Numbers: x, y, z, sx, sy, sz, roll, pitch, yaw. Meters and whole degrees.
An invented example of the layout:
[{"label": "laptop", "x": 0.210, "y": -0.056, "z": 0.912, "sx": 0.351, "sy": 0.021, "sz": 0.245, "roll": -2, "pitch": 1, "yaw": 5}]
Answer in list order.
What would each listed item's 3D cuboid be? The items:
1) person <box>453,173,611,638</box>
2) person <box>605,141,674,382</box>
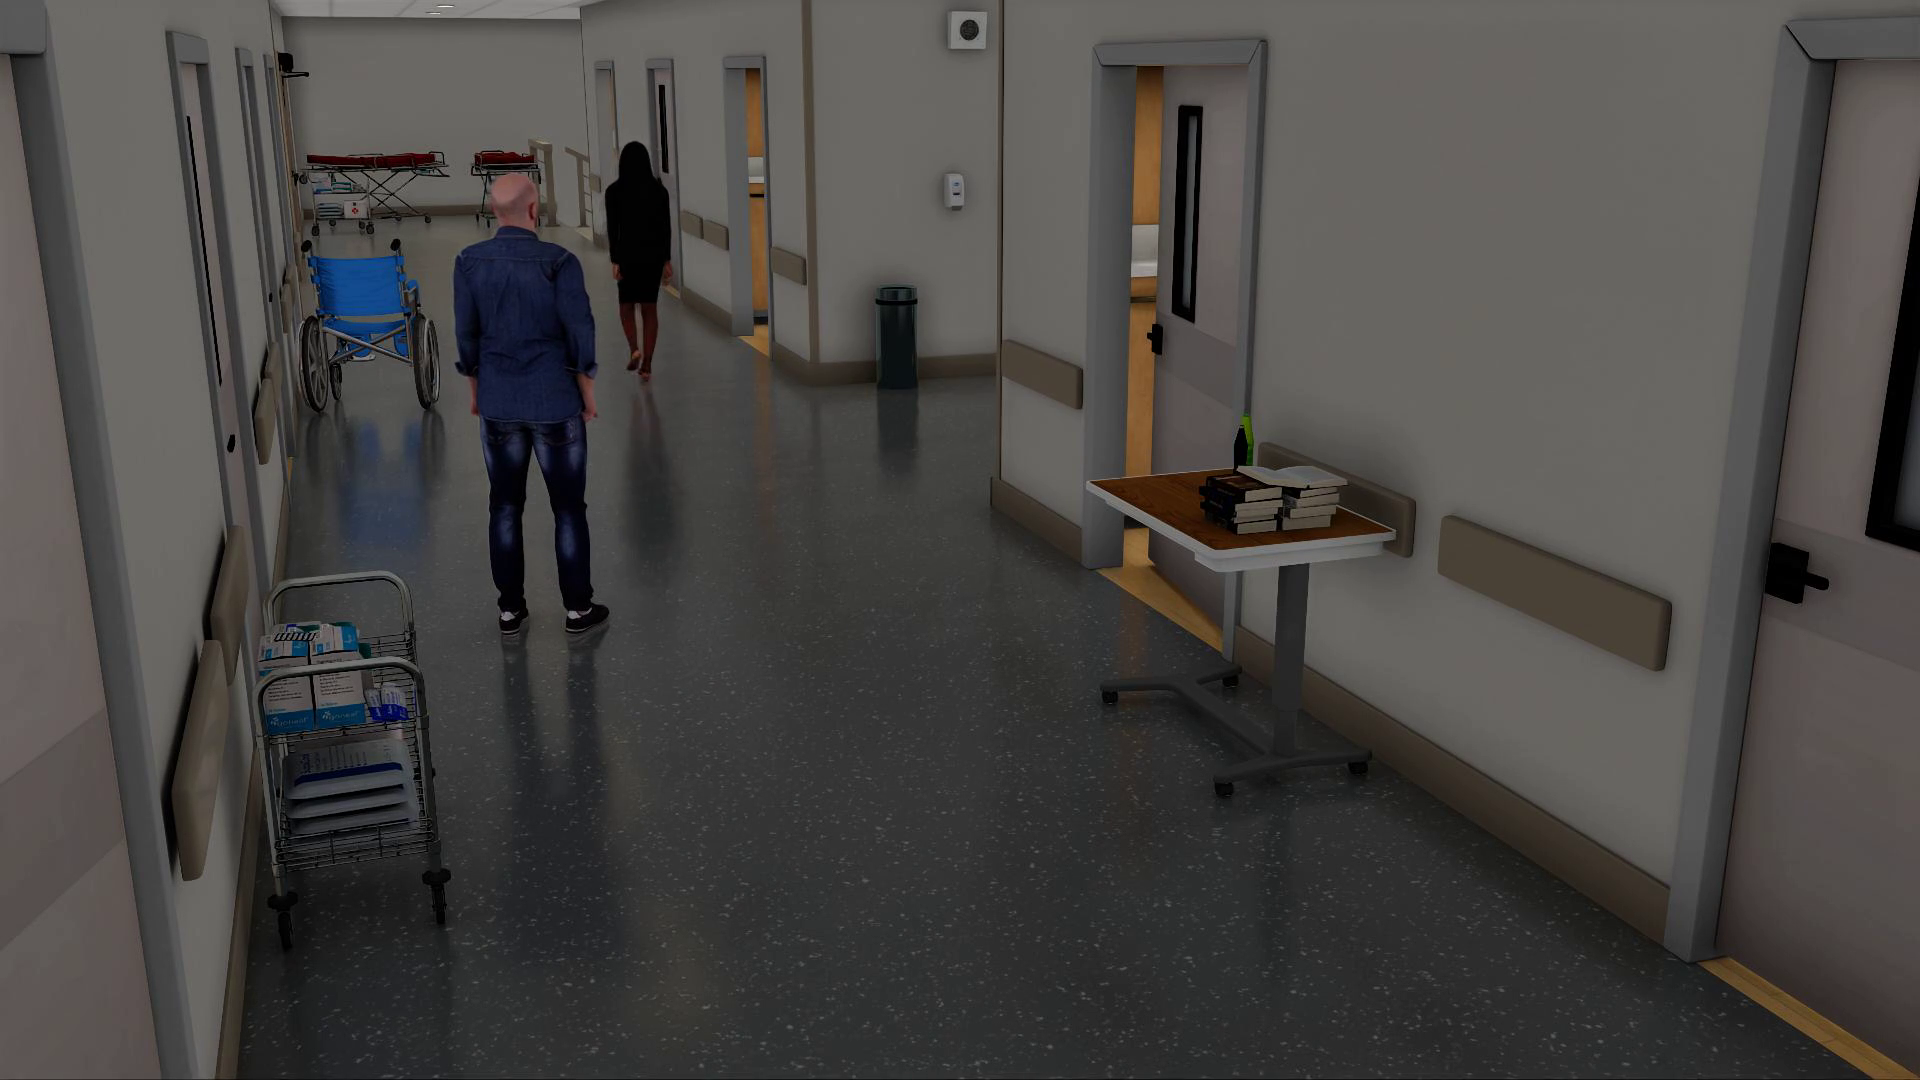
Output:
[{"label": "person", "x": -1.690, "y": -0.519, "z": 6.565, "sx": 0.798, "sy": 1.826, "sz": 0.744, "roll": 1, "pitch": 16, "yaw": 3}, {"label": "person", "x": -2.292, "y": -1.987, "z": 11.985, "sx": 0.644, "sy": 1.710, "sz": 0.682, "roll": -4, "pitch": 16, "yaw": -15}]
